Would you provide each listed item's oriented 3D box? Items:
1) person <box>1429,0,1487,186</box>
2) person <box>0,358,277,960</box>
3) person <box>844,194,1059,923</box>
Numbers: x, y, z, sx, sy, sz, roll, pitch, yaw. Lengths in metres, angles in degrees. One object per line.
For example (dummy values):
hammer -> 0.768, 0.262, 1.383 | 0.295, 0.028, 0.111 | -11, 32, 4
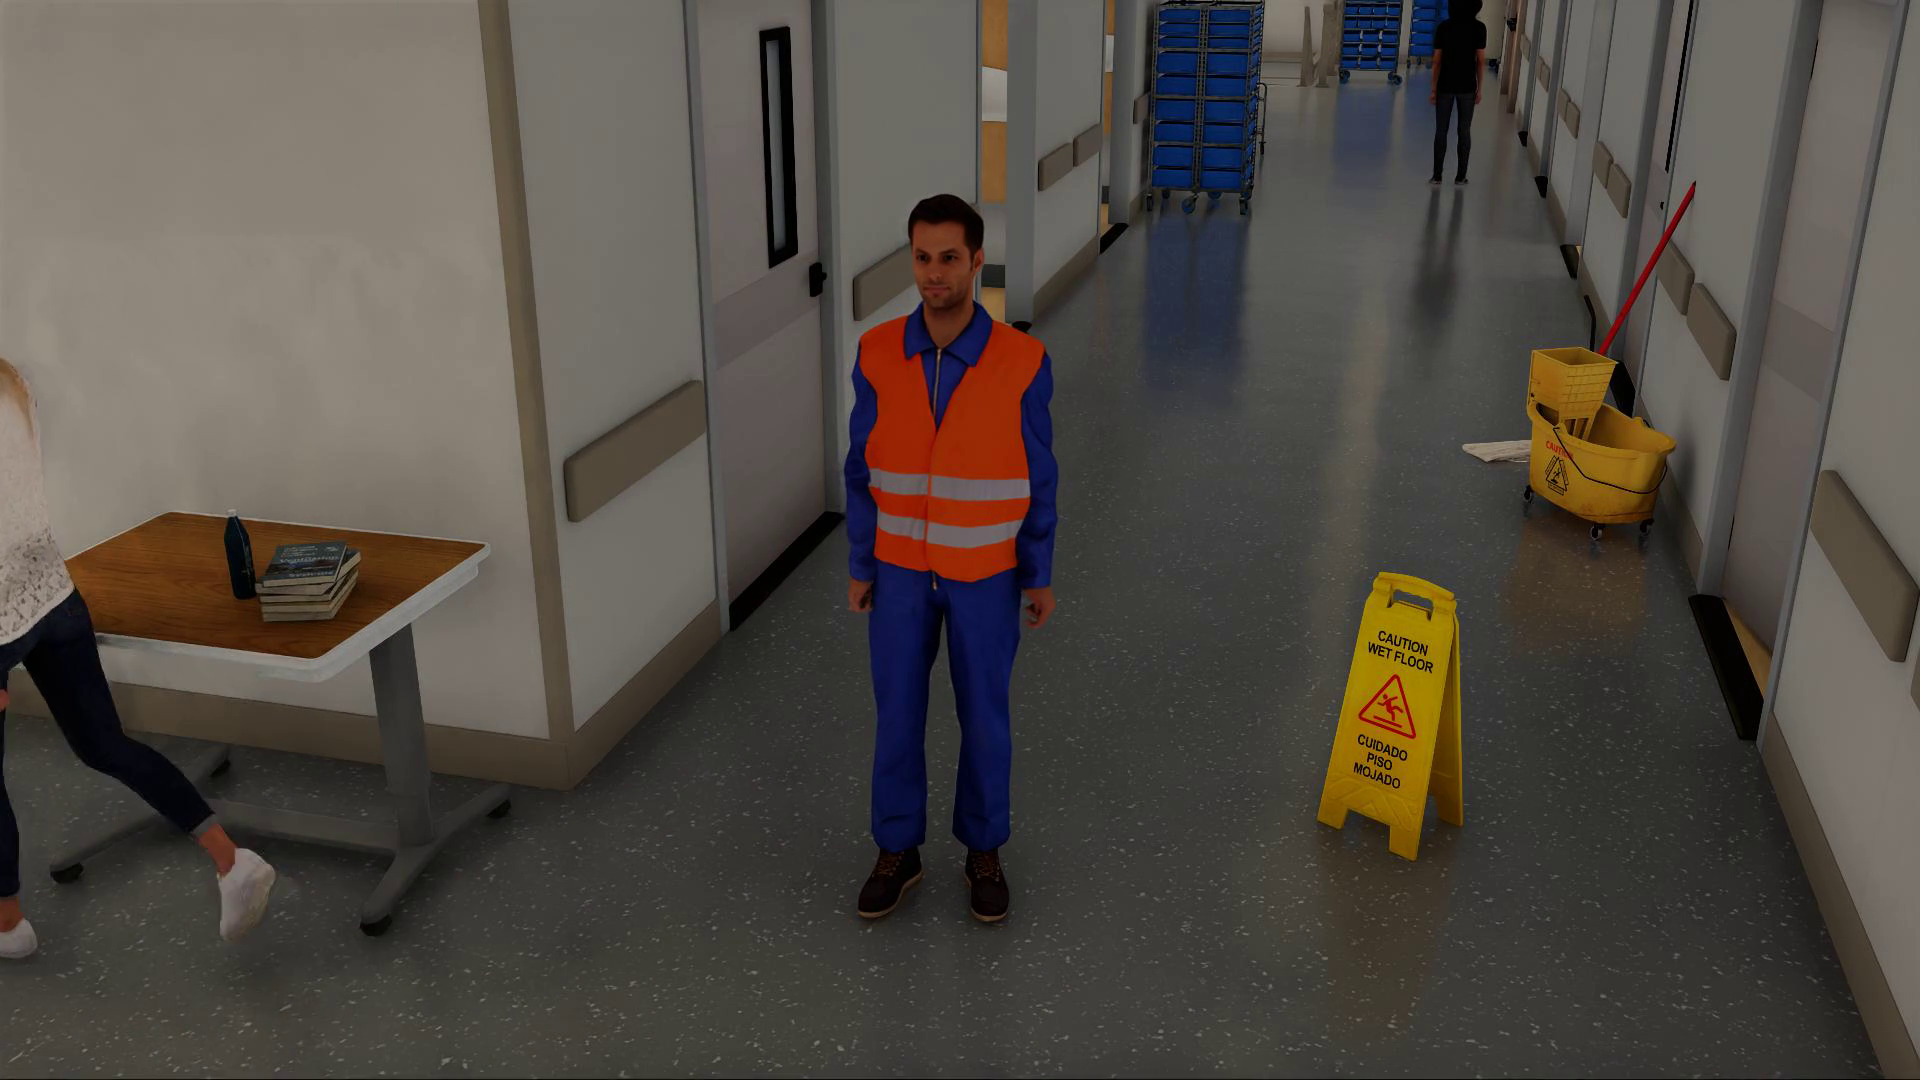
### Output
person -> 4.683, -4.295, 15.688 | 0.636, 1.835, 0.528 | 7, 22, 17
person -> -2.110, 0.216, 3.867 | 0.669, 1.784, 1.060 | 4, 21, 11
person -> -0.032, 0.072, 4.136 | 0.712, 1.863, 0.641 | 3, 21, 7
